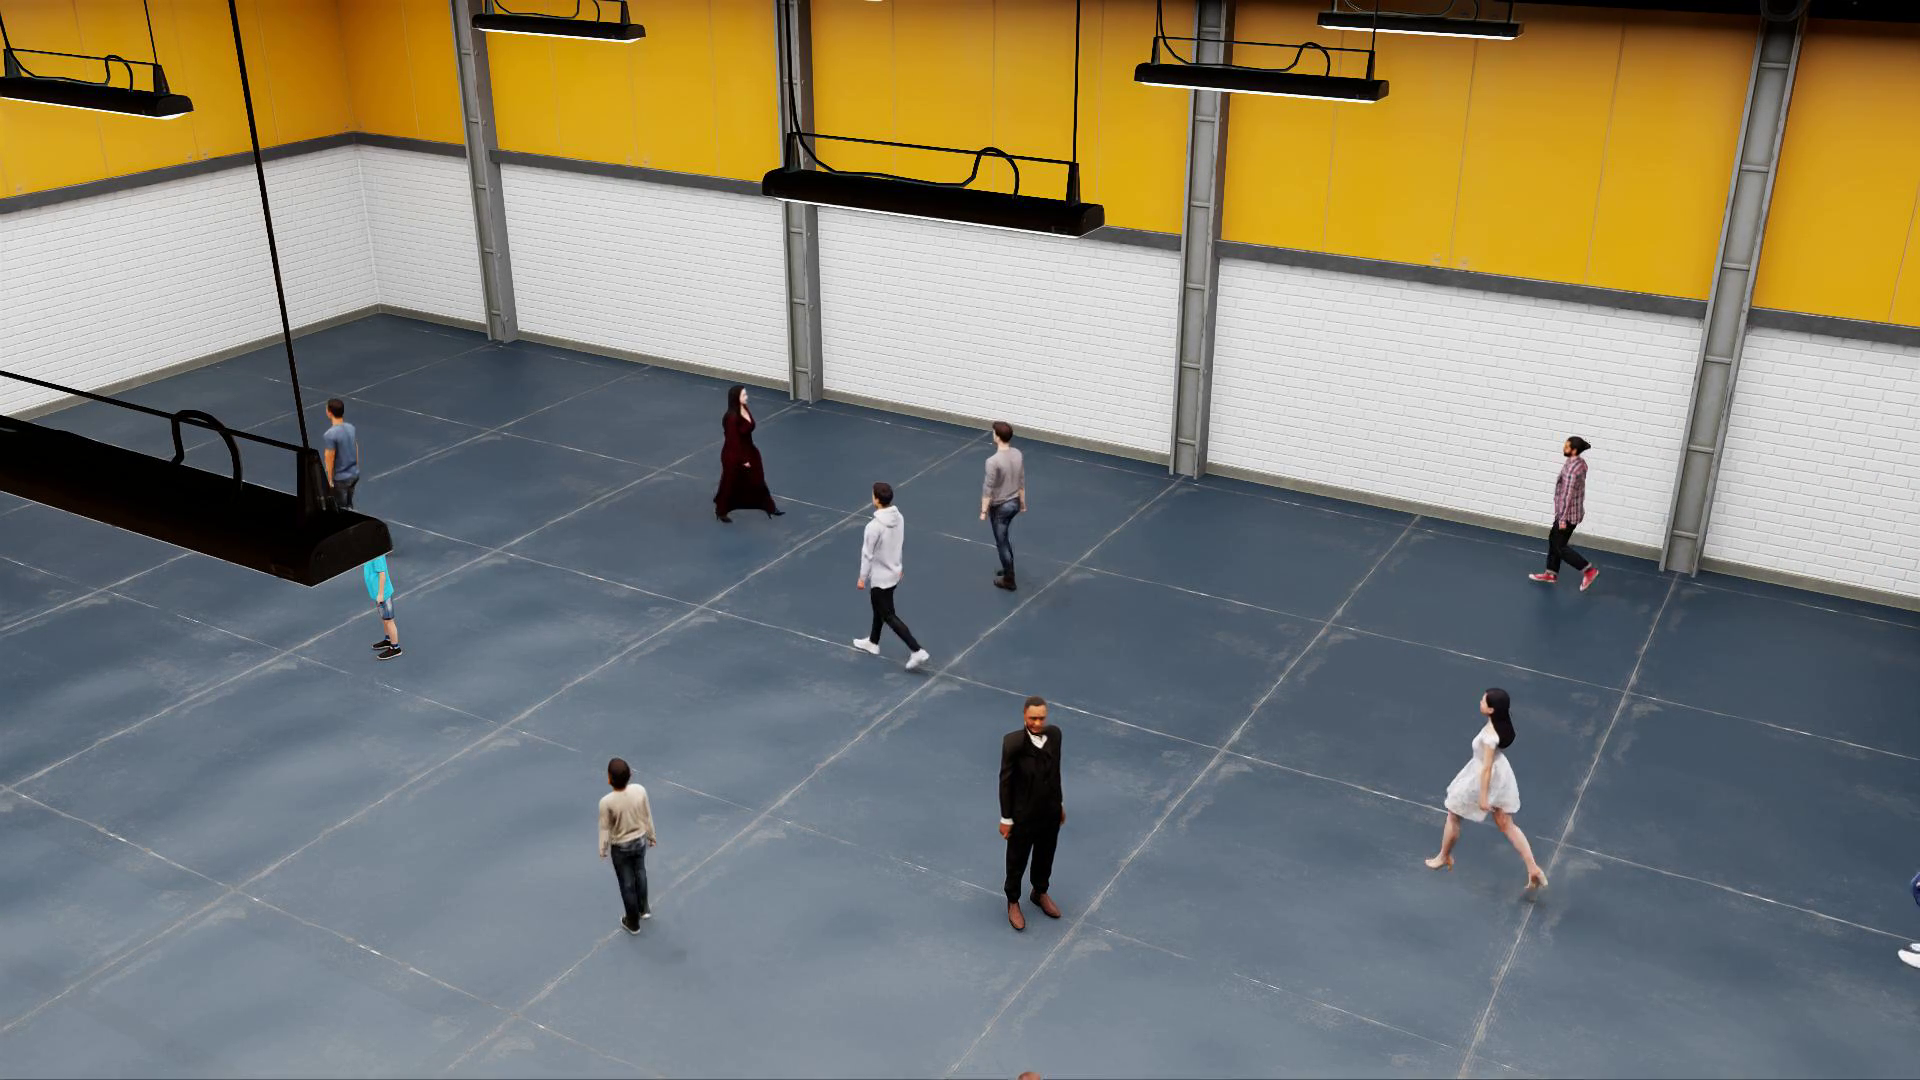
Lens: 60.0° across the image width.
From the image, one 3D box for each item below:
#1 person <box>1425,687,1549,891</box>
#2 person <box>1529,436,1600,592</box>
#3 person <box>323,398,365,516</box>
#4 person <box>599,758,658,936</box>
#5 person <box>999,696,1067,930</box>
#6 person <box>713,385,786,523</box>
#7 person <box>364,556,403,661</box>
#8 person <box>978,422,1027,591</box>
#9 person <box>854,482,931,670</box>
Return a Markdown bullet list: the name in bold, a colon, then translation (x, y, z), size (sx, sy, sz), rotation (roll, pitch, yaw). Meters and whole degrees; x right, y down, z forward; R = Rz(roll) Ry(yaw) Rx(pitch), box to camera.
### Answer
- **person**: translation (4.187, 1.969, 12.930), size (1.218, 1.729, 0.711), rotation (18, 29, 35)
- **person**: translation (6.672, -0.281, 18.062), size (0.958, 1.742, 0.728), rotation (11, 26, 24)
- **person**: translation (-6.975, -0.724, 19.015), size (1.003, 1.789, 0.817), rotation (6, 24, 13)
- **person**: translation (-2.457, 2.320, 12.471), size (0.652, 1.453, 0.654), rotation (-17, 29, -34)
- **person**: translation (0.555, 2.023, 12.587), size (0.803, 1.905, 0.811), rotation (-11, 26, -24)
- **person**: translation (-2.708, -0.975, 19.688), size (1.175, 1.711, 0.839), rotation (7, 25, 15)
- **person**: translation (-5.815, 0.473, 16.701), size (0.655, 1.449, 0.561), rotation (-13, 27, -26)
- **person**: translation (0.543, -0.342, 18.010), size (0.805, 1.894, 0.790), rotation (-20, 31, -38)
- **person**: translation (-0.662, 0.381, 16.359), size (1.174, 1.893, 0.661), rotation (13, 27, 27)
